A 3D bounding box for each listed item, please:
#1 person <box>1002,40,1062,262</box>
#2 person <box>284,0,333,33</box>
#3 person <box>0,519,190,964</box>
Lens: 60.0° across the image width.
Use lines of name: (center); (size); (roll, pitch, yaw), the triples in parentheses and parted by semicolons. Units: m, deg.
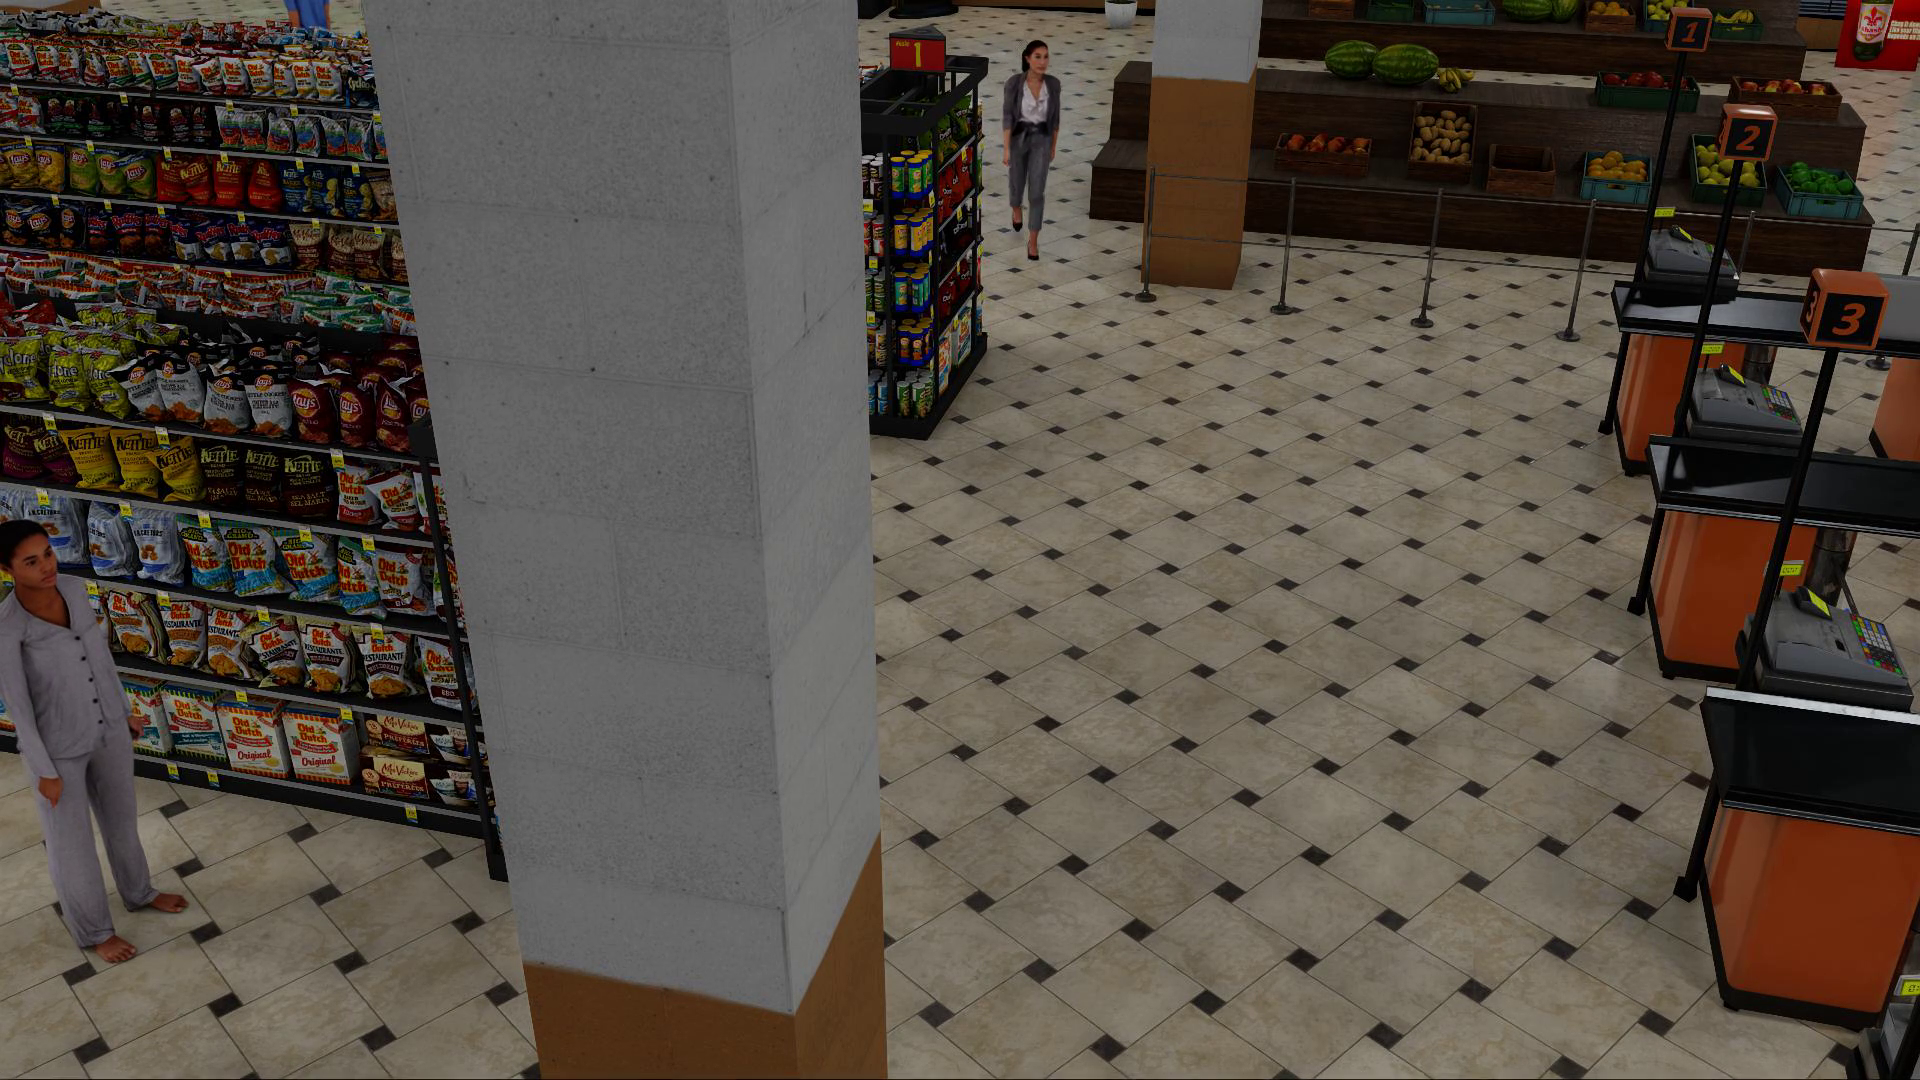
person: (0.525, -3.065, 13.017); (1.109, 1.639, 0.917); (-1, 29, -2)
person: (-6.063, -4.631, 15.651); (0.685, 1.863, 0.723); (18, 33, 30)
person: (-3.216, 0.702, 6.015); (0.551, 1.736, 0.637); (9, 30, 16)
